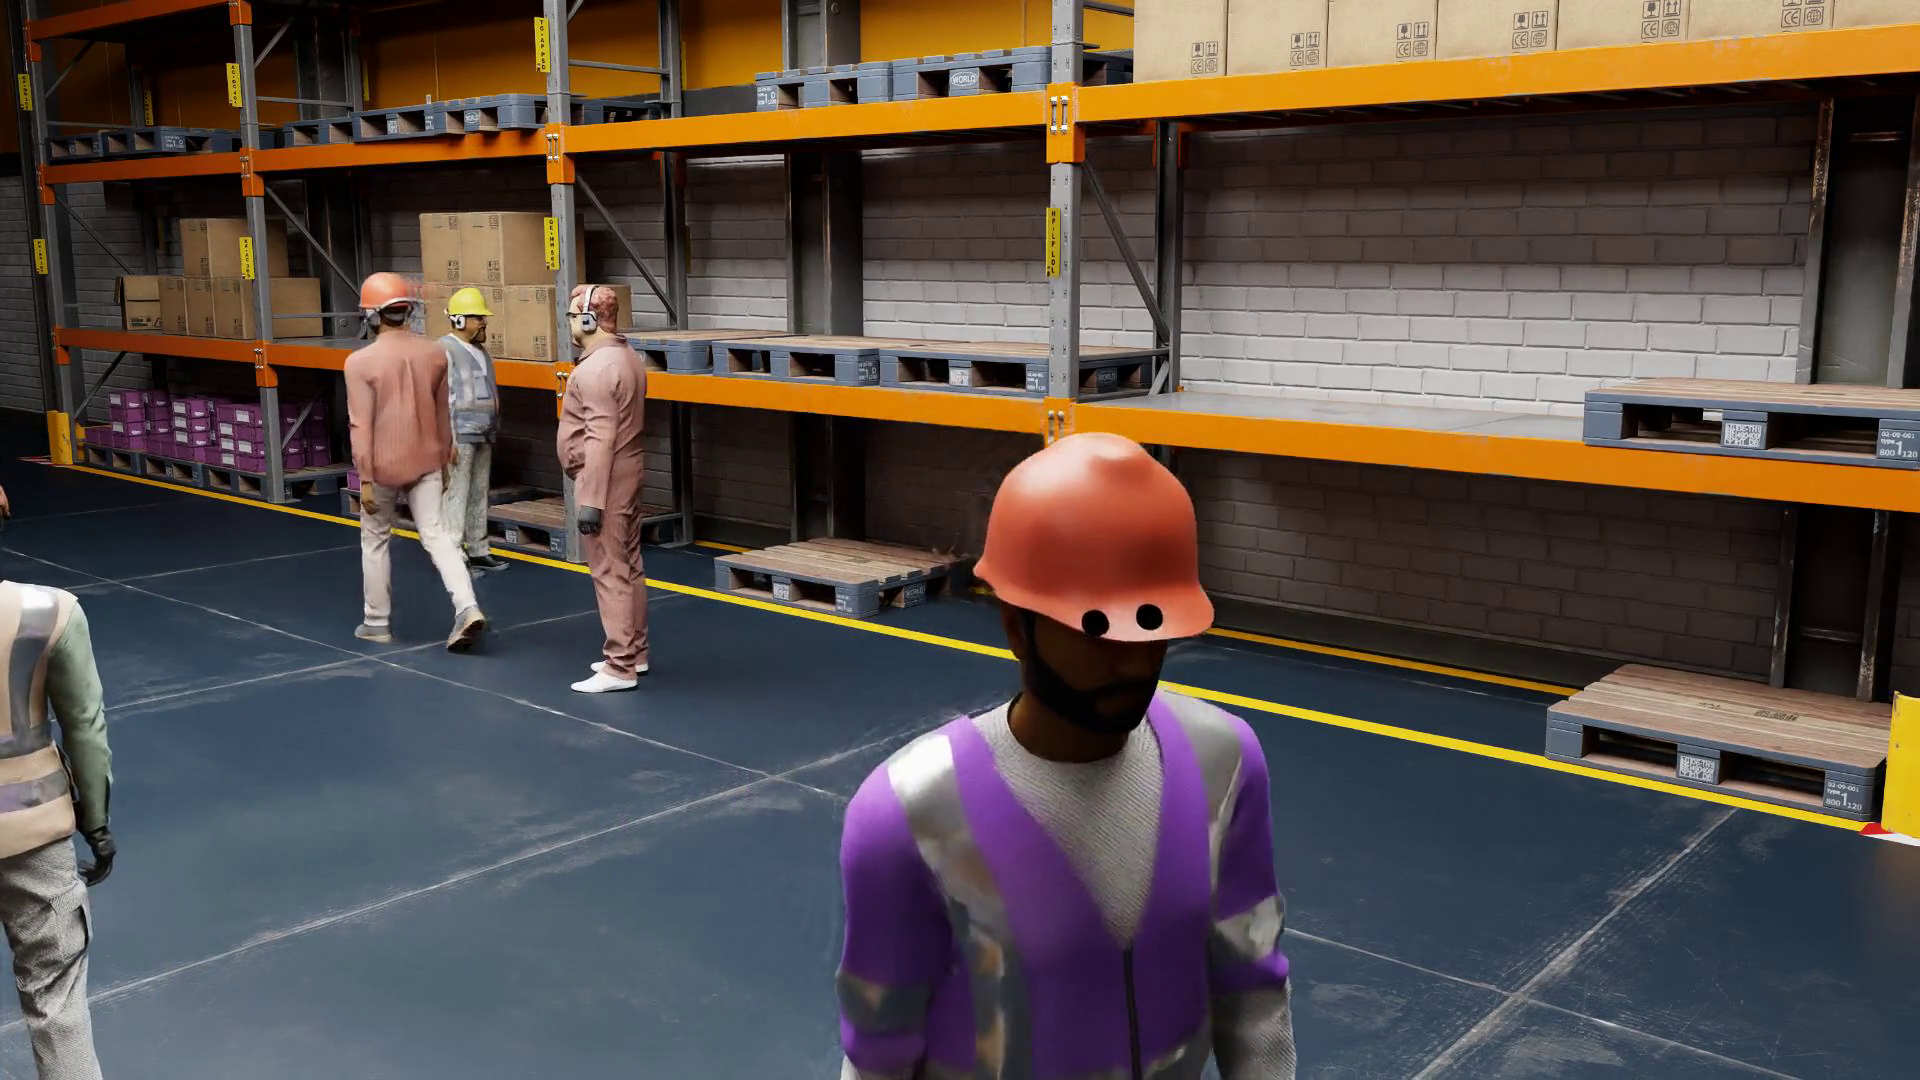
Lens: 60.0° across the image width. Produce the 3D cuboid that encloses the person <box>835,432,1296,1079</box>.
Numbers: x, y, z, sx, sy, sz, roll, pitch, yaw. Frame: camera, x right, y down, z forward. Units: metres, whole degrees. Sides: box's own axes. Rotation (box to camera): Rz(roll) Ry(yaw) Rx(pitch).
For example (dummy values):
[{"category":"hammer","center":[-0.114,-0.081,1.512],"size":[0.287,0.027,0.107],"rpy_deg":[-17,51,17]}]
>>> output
[{"category":"person","center":[0.101,0.788,2.070],"size":[0.546,1.891,0.970],"rpy_deg":[-6,11,-29]}]

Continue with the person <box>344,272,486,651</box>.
[{"category":"person","center":[-2.835,-0.392,8.570],"size":[0.953,1.968,0.619],"rpy_deg":[9,13,41]}]

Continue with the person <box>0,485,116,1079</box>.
[{"category":"person","center":[-2.074,0.650,3.523],"size":[0.520,1.639,0.312],"rpy_deg":[-4,11,-23]}]

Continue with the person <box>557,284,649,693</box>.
[{"category":"person","center":[-1.683,-0.238,7.821],"size":[0.403,1.906,0.652],"rpy_deg":[1,10,3]}]

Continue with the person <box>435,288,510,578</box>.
[{"category":"person","center":[-3.113,-0.677,10.565],"size":[0.403,1.827,0.595],"rpy_deg":[3,10,14]}]
